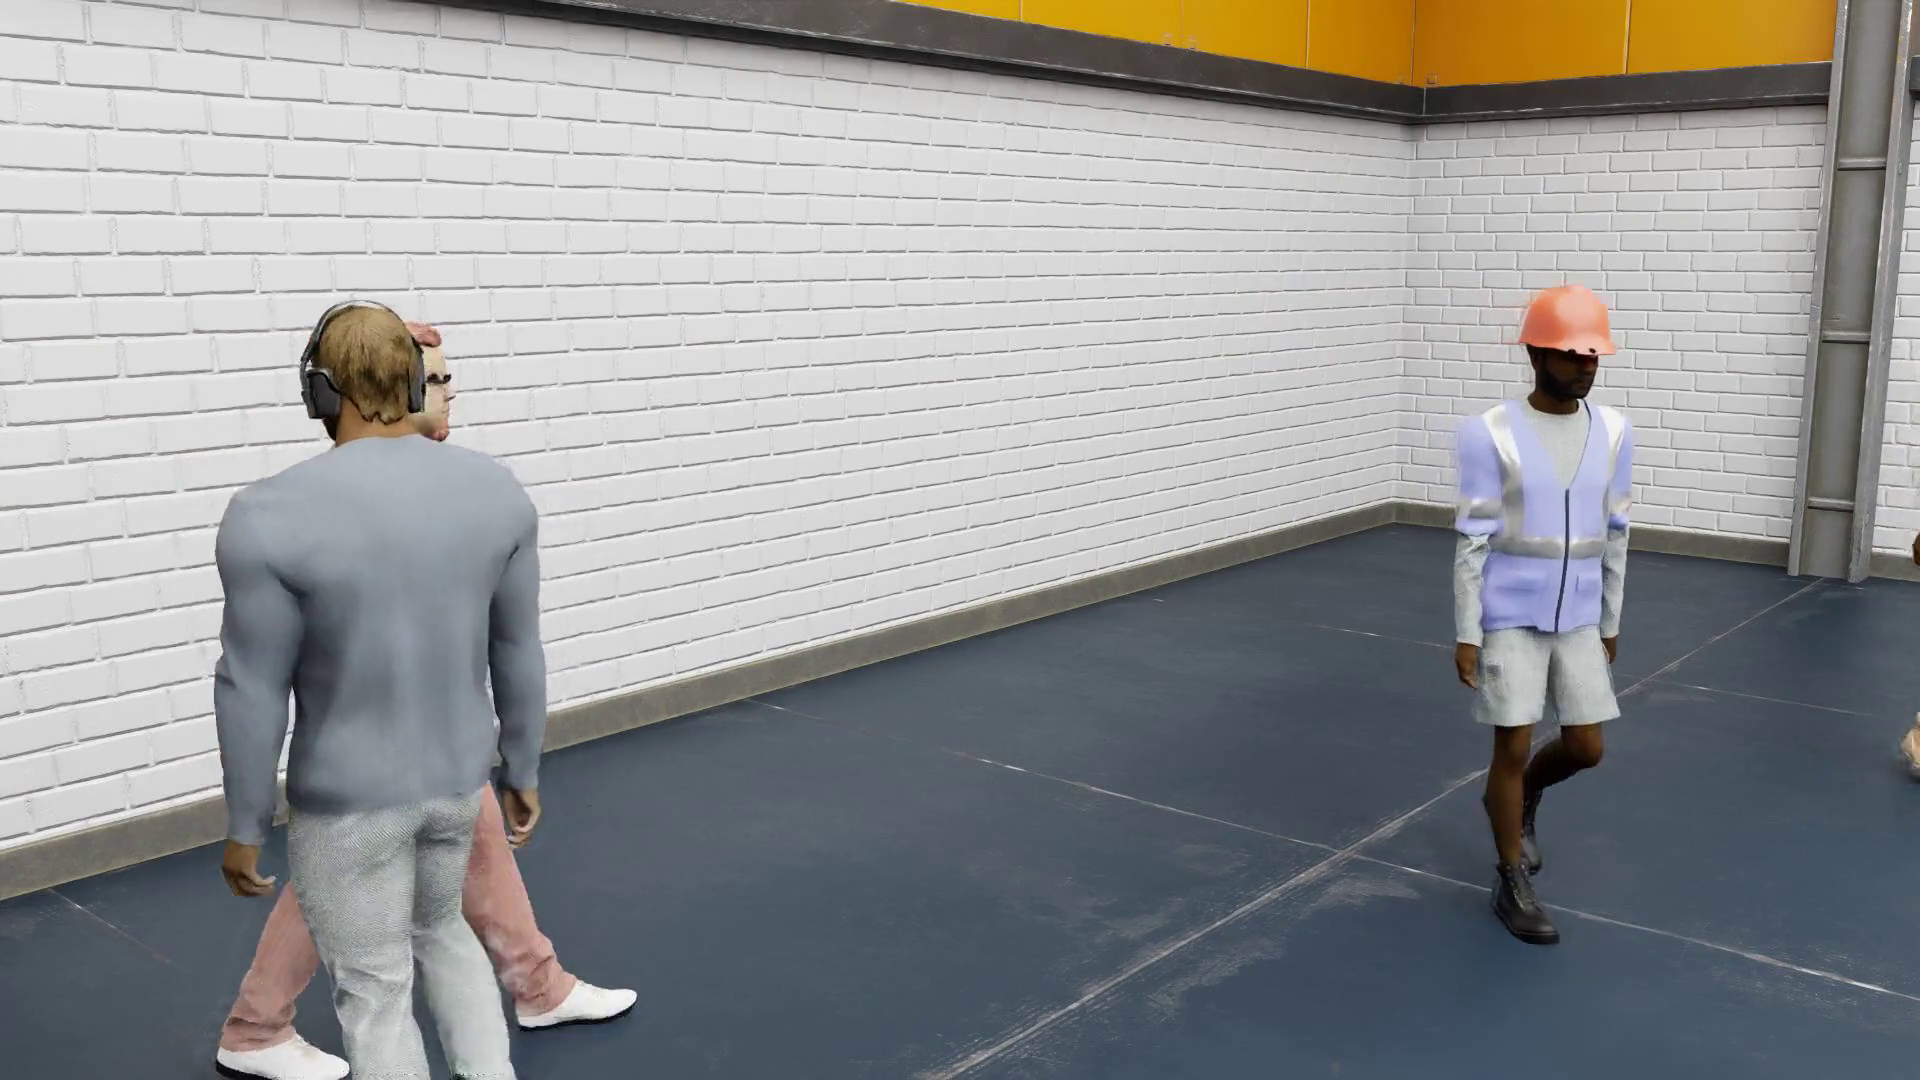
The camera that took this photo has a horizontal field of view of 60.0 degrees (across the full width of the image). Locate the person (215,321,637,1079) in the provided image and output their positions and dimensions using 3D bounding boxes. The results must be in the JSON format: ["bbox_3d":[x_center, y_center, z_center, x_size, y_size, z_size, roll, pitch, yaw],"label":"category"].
[{"bbox_3d":[-1.352,0.407,4.017,1.013,1.857,0.655,-3,10,-17],"label":"person"}]

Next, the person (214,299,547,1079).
[{"bbox_3d":[-1.149,0.494,3.304,0.430,1.928,0.632,8,13,37],"label":"person"}]

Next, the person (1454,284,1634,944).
[{"bbox_3d":[1.700,0.205,4.946,0.551,1.921,0.551,-1,10,-7],"label":"person"}]

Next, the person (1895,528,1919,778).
[{"bbox_3d":[3.941,-0.041,6.136,0.628,1.995,0.573,-1,10,-7],"label":"person"}]
